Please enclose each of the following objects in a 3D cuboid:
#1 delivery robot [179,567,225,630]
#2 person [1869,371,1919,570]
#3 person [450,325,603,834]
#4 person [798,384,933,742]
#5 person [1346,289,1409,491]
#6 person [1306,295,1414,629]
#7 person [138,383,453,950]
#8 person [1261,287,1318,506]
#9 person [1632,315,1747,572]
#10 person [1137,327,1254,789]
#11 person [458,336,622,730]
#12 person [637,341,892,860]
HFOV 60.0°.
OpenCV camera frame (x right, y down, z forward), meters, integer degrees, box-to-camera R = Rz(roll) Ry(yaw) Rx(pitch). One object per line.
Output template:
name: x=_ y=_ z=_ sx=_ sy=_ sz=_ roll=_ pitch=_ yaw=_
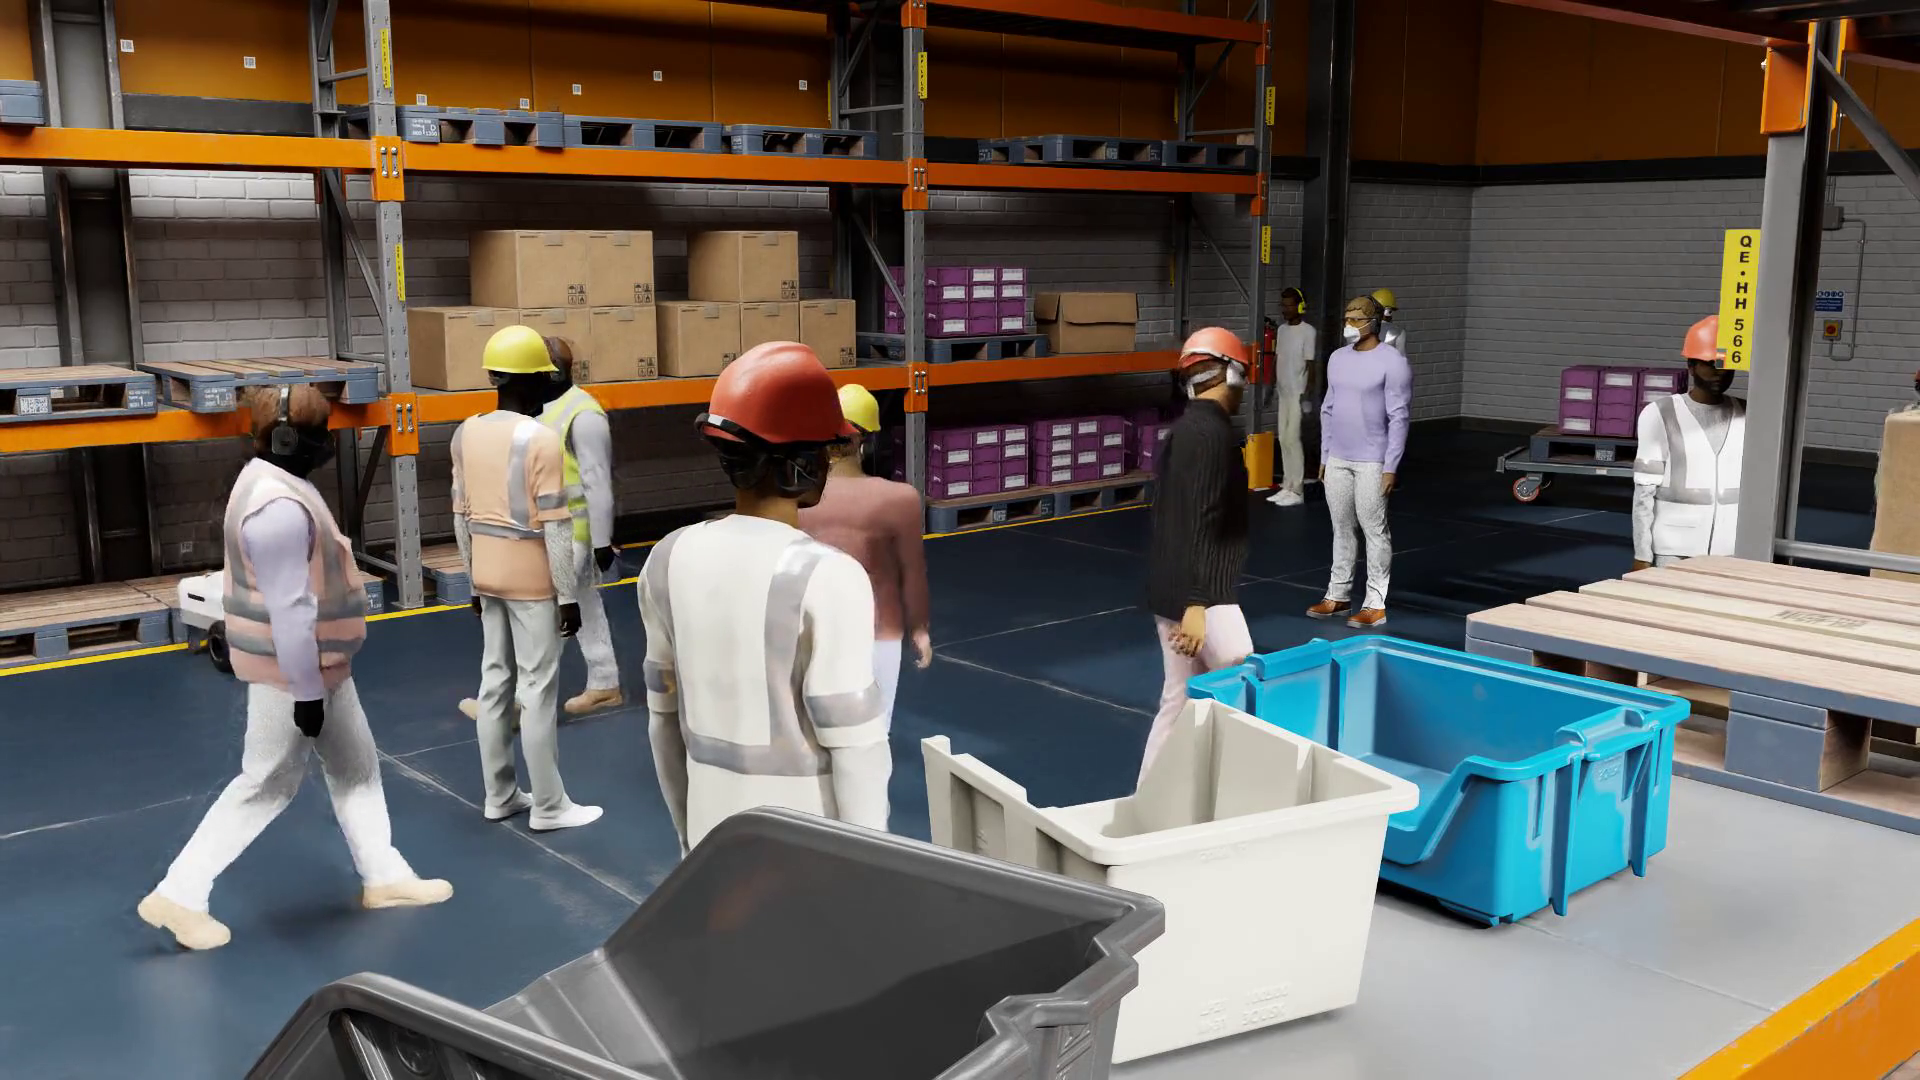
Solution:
delivery robot: x=-3.887 y=0.328 z=8.951 sx=0.707 sy=0.478 sz=0.477 roll=8 pitch=13 yaw=38
person: x=5.193 y=-0.164 z=8.970 sx=0.440 sy=1.617 sz=0.532 roll=-5 pitch=11 yaw=-24
person: x=-1.669 y=0.153 z=6.347 sx=0.585 sy=1.928 sz=0.378 roll=7 pitch=12 yaw=35
person: x=-0.368 y=0.329 z=5.858 sx=0.530 sy=1.755 sz=0.363 roll=2 pitch=10 yaw=12
person: x=3.783 y=-1.345 z=15.033 sx=0.586 sy=1.823 sz=0.403 roll=8 pitch=13 yaw=38
person: x=2.341 y=-0.457 z=9.740 sx=0.373 sy=1.940 sz=0.629 roll=-7 pitch=12 yaw=-33
person: x=-2.188 y=0.399 z=5.330 sx=0.921 sy=1.809 sz=0.639 roll=-4 pitch=11 yaw=-21
person: x=2.829 y=-1.226 z=14.259 sx=0.362 sy=1.865 sz=0.532 roll=-4 pitch=11 yaw=-23
person: x=3.125 y=0.023 z=7.053 sx=0.547 sy=1.937 sz=0.379 roll=-1 pitch=10 yaw=-5
person: x=0.906 y=0.211 z=6.003 sx=0.673 sy=1.931 sz=0.691 roll=-2 pitch=10 yaw=-11
person: x=-1.978 y=-0.029 z=7.705 sx=0.931 sy=1.803 sz=0.658 roll=-7 pitch=13 yaw=-36
person: x=-0.360 y=0.626 z=3.372 sx=0.605 sy=2.045 sz=0.379 roll=8 pitch=13 yaw=38
